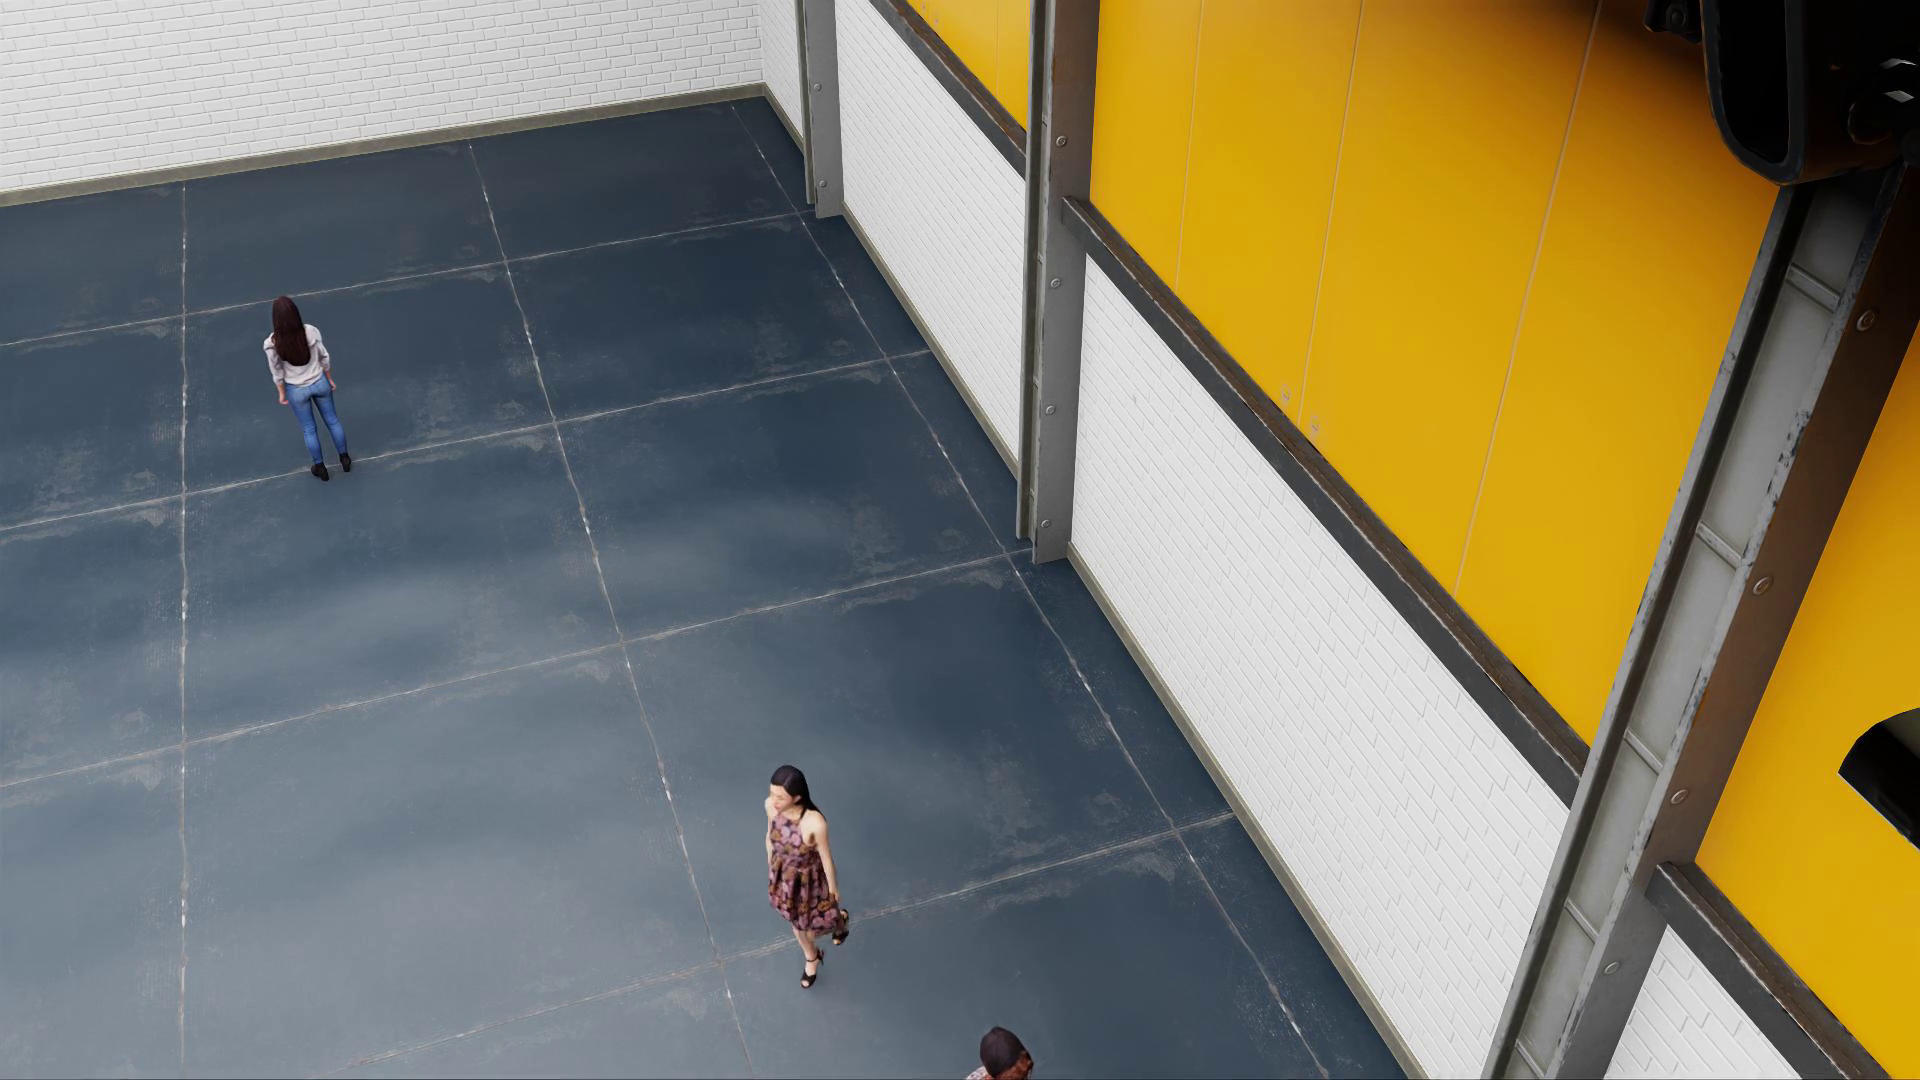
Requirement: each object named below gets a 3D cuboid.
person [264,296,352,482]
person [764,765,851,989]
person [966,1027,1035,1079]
[{"bbox_3d":[-5.190,-1.209,13.249,0.660,1.632,0.612,-25,45,-28],"label":"person"},{"bbox_3d":[-0.823,1.852,9.312,0.872,1.762,0.921,23,44,26],"label":"person"},{"bbox_3d":[0.194,2.911,8.025,0.653,1.713,0.671,-30,47,-32],"label":"person"}]
